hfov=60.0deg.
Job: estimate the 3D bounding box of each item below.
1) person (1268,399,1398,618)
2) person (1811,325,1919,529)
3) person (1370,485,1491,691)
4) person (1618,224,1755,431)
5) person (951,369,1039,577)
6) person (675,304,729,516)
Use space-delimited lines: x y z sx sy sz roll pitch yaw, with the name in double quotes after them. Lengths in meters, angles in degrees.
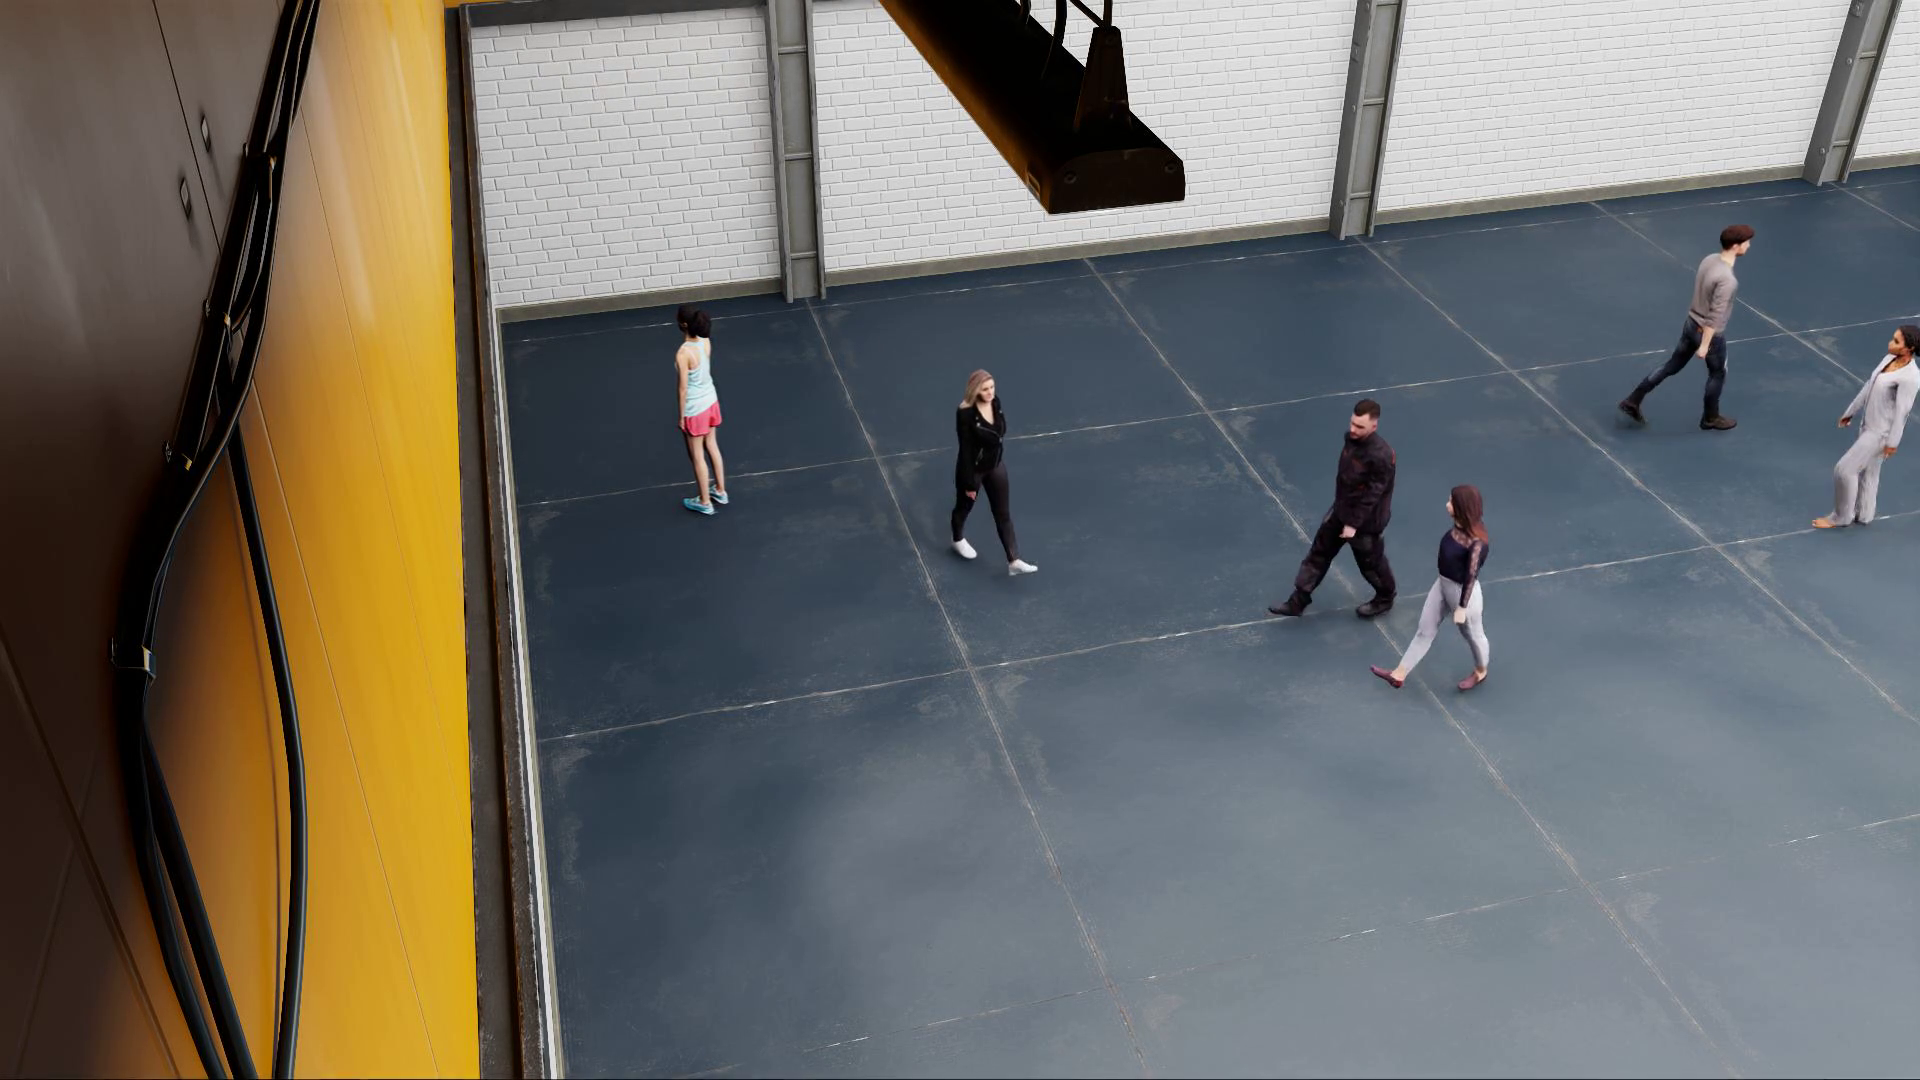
2.877 -0.180 11.650 1.225 1.792 0.796 -11 35 -16 "person"
7.109 -0.847 12.721 0.853 1.719 0.791 7 34 10 "person"
3.359 0.364 11.050 1.102 1.551 0.822 -5 34 -7 "person"
6.131 -1.753 13.939 1.299 1.877 0.862 -1 34 -2 "person"
0.076 -0.531 12.308 1.123 1.649 1.017 -27 42 -34 "person"
-2.038 -1.021 12.941 0.721 1.764 0.671 14 36 20 "person"
